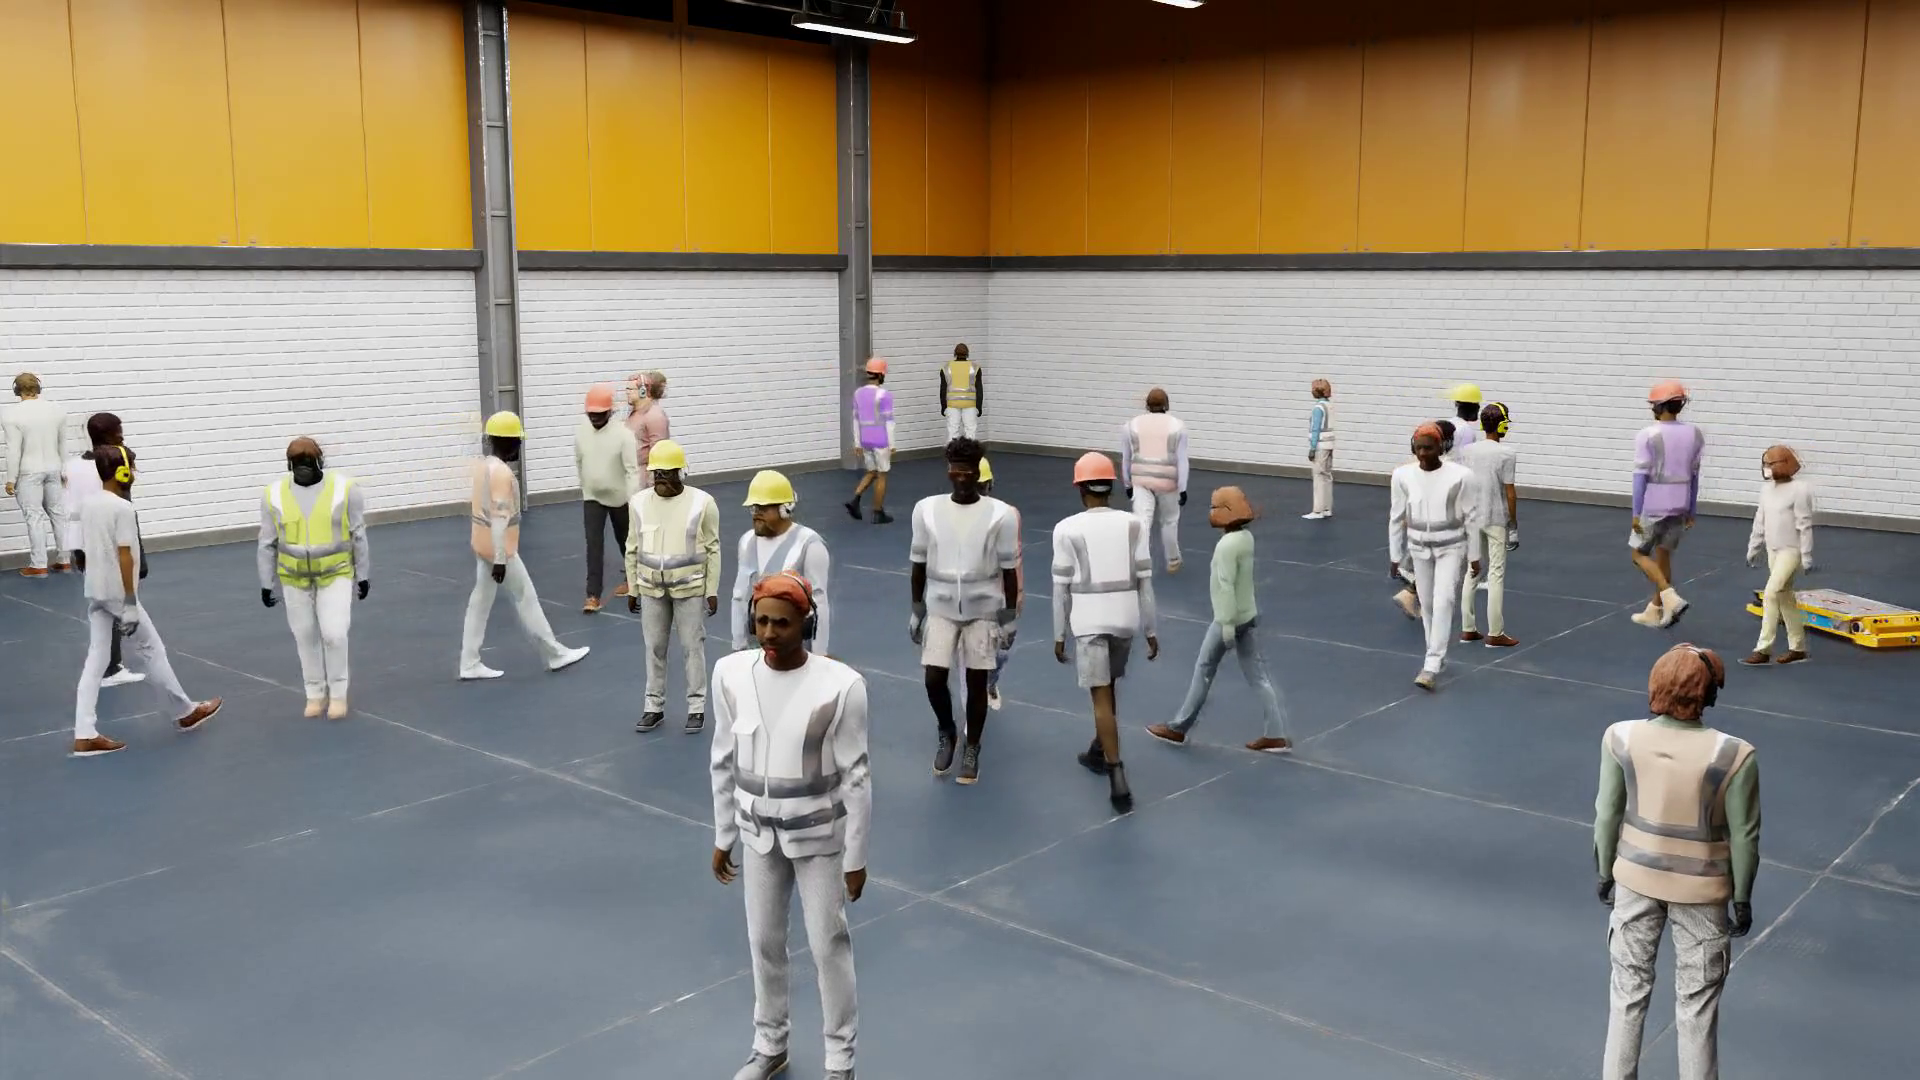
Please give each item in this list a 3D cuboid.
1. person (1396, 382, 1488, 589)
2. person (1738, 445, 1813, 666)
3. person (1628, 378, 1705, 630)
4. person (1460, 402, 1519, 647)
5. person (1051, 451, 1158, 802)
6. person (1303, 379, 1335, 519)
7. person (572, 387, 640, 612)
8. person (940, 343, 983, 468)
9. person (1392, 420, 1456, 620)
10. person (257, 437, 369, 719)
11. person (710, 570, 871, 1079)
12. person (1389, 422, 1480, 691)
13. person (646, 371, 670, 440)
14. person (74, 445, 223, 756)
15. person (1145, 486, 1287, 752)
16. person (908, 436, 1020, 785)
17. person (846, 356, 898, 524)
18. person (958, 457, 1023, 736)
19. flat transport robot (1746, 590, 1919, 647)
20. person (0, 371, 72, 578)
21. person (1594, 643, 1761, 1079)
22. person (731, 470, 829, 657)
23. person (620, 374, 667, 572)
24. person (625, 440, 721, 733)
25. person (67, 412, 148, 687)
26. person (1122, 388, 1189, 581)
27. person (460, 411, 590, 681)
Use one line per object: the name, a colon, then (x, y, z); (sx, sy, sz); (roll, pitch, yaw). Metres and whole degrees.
person: (4.402, -0.478, 14.945); (0.949, 1.893, 0.608); (-1, 9, -7)
person: (5.880, 0.118, 12.064); (0.732, 1.598, 0.518); (-1, 9, -7)
person: (5.595, -0.262, 13.152); (0.620, 2.024, 0.649); (-2, 9, -14)
person: (4.052, -0.117, 12.726); (0.328, 1.873, 0.519); (-7, 11, -36)
person: (0.809, 0.467, 9.101); (0.569, 1.881, 0.979); (-2, 9, -15)
person: (4.207, -1.056, 19.367); (0.319, 1.629, 0.519); (5, 10, 30)
person: (-2.997, -0.378, 14.291); (0.621, 1.909, 1.105); (1, 9, 9)
person: (0.024, -1.963, 24.413); (0.636, 1.840, 0.429); (1, 9, 5)
person: (3.775, -0.139, 13.435); (0.545, 1.678, 0.557); (-4, 10, -21)
person: (-4.112, 0.252, 10.568); (0.656, 1.819, 0.569); (-1, 9, -9)
person: (-0.569, 1.018, 5.635); (0.584, 1.870, 0.389); (4, 10, 24)
person: (3.229, 0.107, 11.461); (0.599, 1.830, 0.905); (6, 11, 35)
person: (-3.004, -0.711, 16.358); (0.695, 1.900, 0.697); (-5, 10, -29)
person: (-4.987, 0.341, 10.021); (0.532, 1.814, 0.978); (5, 10, 29)
person: (1.576, 0.471, 9.909); (0.842, 1.587, 0.504); (5, 11, 31)
person: (0.018, 0.394, 9.240); (0.632, 1.954, 0.419); (1, 9, 7)
person: (-0.988, -1.115, 18.830); (0.551, 1.922, 0.515); (9, 12, 43)
person: (0.122, 0.322, 10.349); (0.533, 1.747, 0.478); (-1, 9, -3)
flat transport robot: (7.033, 0.600, 13.230); (0.652, 0.197, 1.431); (-2, 9, -13)
person: (-8.664, -0.611, 15.622); (0.355, 1.936, 0.633); (4, 10, 25)
person: (2.341, 1.153, 5.468); (0.513, 1.642, 0.313); (8, 12, 40)
person: (-0.976, 0.530, 8.829); (0.615, 1.813, 0.437); (7, 11, 37)
person: (-3.002, -0.602, 15.656); (0.406, 1.911, 0.636); (-5, 11, -30)
person: (-1.783, 0.290, 10.289); (0.600, 1.829, 0.404); (1, 9, 7)
person: (-5.858, 0.067, 11.480); (0.613, 1.899, 0.481); (6, 11, 34)
person: (1.834, -0.518, 15.523); (0.644, 1.782, 0.968); (3, 9, 17)
person: (-3.118, 0.040, 11.686); (0.944, 1.880, 0.617); (-5, 10, -30)
